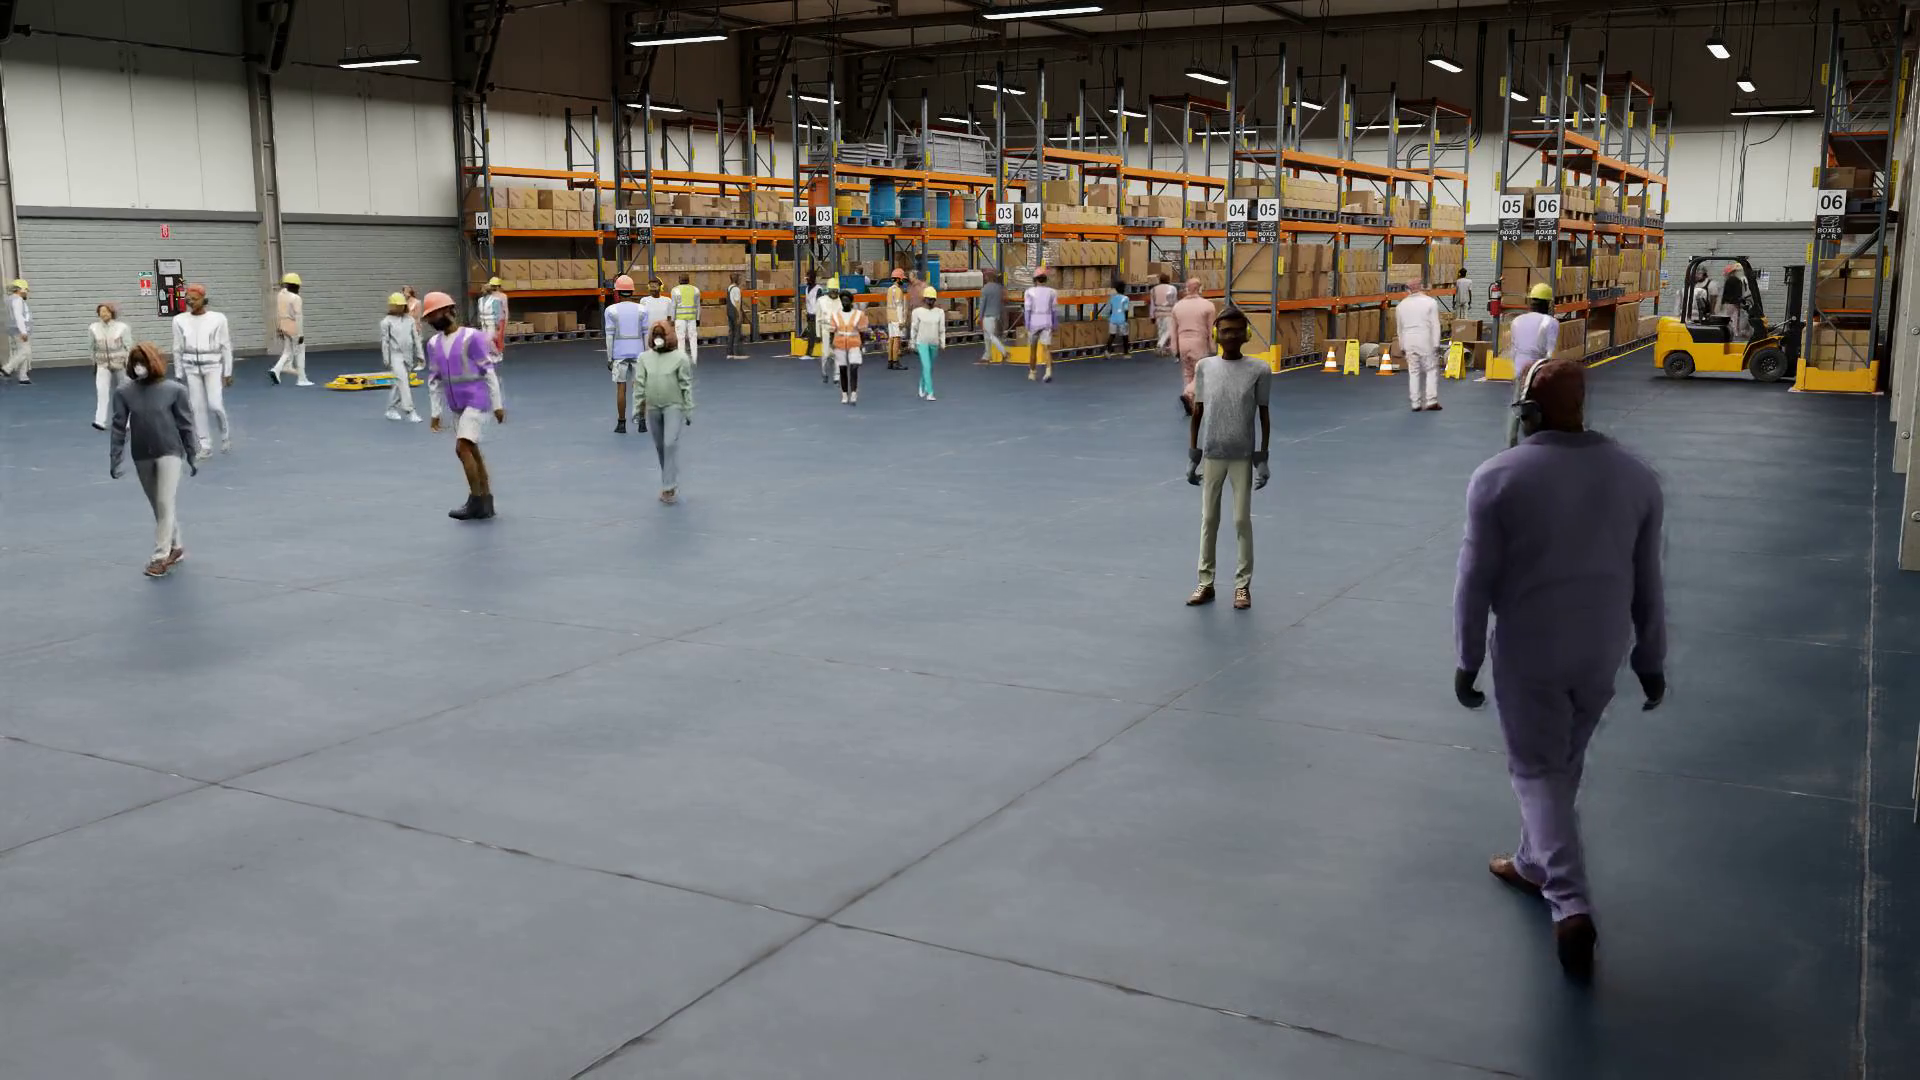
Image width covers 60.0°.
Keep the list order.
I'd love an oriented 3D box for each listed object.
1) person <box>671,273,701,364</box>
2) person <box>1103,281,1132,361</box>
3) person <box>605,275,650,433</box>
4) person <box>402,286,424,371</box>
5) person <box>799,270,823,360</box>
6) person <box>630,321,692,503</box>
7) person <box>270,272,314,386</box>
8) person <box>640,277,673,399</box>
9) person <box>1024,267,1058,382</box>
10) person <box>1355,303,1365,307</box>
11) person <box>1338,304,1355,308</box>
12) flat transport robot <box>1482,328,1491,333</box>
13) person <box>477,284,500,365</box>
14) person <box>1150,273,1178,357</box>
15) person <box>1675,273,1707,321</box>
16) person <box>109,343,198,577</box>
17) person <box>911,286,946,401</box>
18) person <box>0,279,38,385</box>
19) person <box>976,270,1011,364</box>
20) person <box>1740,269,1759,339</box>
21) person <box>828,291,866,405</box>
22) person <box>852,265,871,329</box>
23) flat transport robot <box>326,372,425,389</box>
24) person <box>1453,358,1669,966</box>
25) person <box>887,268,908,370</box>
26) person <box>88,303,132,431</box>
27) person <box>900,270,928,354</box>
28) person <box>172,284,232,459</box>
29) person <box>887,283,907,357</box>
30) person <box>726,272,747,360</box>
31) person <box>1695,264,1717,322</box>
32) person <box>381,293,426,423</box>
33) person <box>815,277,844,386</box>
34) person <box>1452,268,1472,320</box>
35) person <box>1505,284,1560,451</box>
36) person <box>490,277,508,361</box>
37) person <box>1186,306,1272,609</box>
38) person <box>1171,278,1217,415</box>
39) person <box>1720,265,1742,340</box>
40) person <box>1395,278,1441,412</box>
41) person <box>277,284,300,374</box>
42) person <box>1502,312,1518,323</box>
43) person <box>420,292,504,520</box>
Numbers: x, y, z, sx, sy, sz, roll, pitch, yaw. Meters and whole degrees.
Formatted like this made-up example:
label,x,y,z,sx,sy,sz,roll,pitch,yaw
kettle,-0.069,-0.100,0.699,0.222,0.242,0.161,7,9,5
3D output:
label,x,y,z,sx,sy,sz,roll,pitch,yaw
person,-5.535,-4.452,33.490,0.636,1.840,0.429,-5,11,-28
person,3.290,-4.570,34.695,0.533,1.663,0.838,8,13,39
person,-4.093,-2.283,20.496,0.545,1.942,0.349,-4,10,-21
person,-10.419,-3.995,31.464,0.540,1.607,0.621,4,11,24
person,-3.033,-4.766,35.209,0.825,1.895,0.600,-6,11,-31
person,-2.660,-1.118,14.677,0.505,1.606,0.768,3,10,15
person,-11.198,-3.507,27.778,0.602,1.906,0.650,6,11,30
person,-4.637,-3.093,25.471,0.530,1.863,0.321,-3,10,-17
person,1.414,-3.728,28.813,0.625,2.001,1.039,-2,10,-13
person,12.057,-7.253,49.940,0.717,1.822,0.579,9,13,42
person,10.225,-6.264,43.911,0.621,1.909,1.050,9,13,42
flat transport robot,14.116,-5.812,46.043,0.652,0.197,1.431,8,13,39
person,-9.431,-4.301,33.210,0.541,1.624,0.372,6,11,31
person,4.381,-4.840,35.815,0.641,1.825,0.623,7,12,35
person,14.467,-4.370,32.999,0.574,1.855,0.838,9,13,41
person,-5.558,-0.562,11.461,0.525,1.583,0.871,-1,10,-3
person,-0.510,-3.005,25.364,0.531,1.731,0.860,-4,10,-21
person,-15.869,-3.480,27.966,0.585,1.785,0.634,-7,12,-34
person,0.694,-4.483,33.529,0.781,1.898,0.623,6,11,31
person,20.754,-6.241,43.826,0.638,1.903,0.470,-3,10,-16
person,-1.664,-2.795,24.298,0.549,1.664,0.786,1,10,4
person,-2.641,-6.321,44.148,0.635,1.936,0.354,9,13,41
flat transport robot,-9.662,-2.646,27.503,0.652,0.197,1.431,7,12,35
person,1.929,0.361,5.288,0.690,1.861,0.934,-2,10,-9
person,-1.198,-4.230,31.909,0.375,1.935,0.550,-4,10,-22
person,-10.667,-2.177,20.902,0.536,1.589,0.888,-1,10,-8
person,-1.006,-5.037,36.878,0.991,1.850,0.664,-7,12,-37
person,-8.154,-1.805,17.905,0.574,1.870,0.406,-1,10,-6
person,-1.362,-4.730,35.761,0.489,1.614,0.516,-8,13,-40
person,-4.744,-4.724,35.077,0.330,1.843,0.514,-7,12,-37
person,16.668,-5.232,37.471,0.689,2.000,0.996,7,12,34
person,-7.379,-2.407,21.929,0.886,1.701,0.497,7,12,34
person,-2.104,-3.470,27.797,0.606,1.815,0.417,-3,10,-15
person,13.465,-6.357,44.600,0.509,1.860,0.333,2,10,12
person,6.179,-1.795,17.821,0.974,1.871,0.613,-7,12,-36
person,-9.601,-4.586,34.529,0.542,1.749,0.470,2,10,14
person,1.659,-0.505,10.305,0.531,1.868,0.318,4,10,22
person,3.150,-2.603,22.535,0.656,1.884,0.645,7,12,37
person,20.010,-6.167,43.219,0.651,1.960,0.679,-7,12,-37
person,6.448,-2.737,23.386,0.723,1.862,0.436,8,12,39
person,-12.348,-3.952,30.657,0.474,1.815,0.634,-2,10,-10
person,14.811,-6.430,44.609,0.724,1.995,0.813,-2,10,-12
person,-4.117,-1.089,13.704,0.631,1.878,0.645,6,11,31
